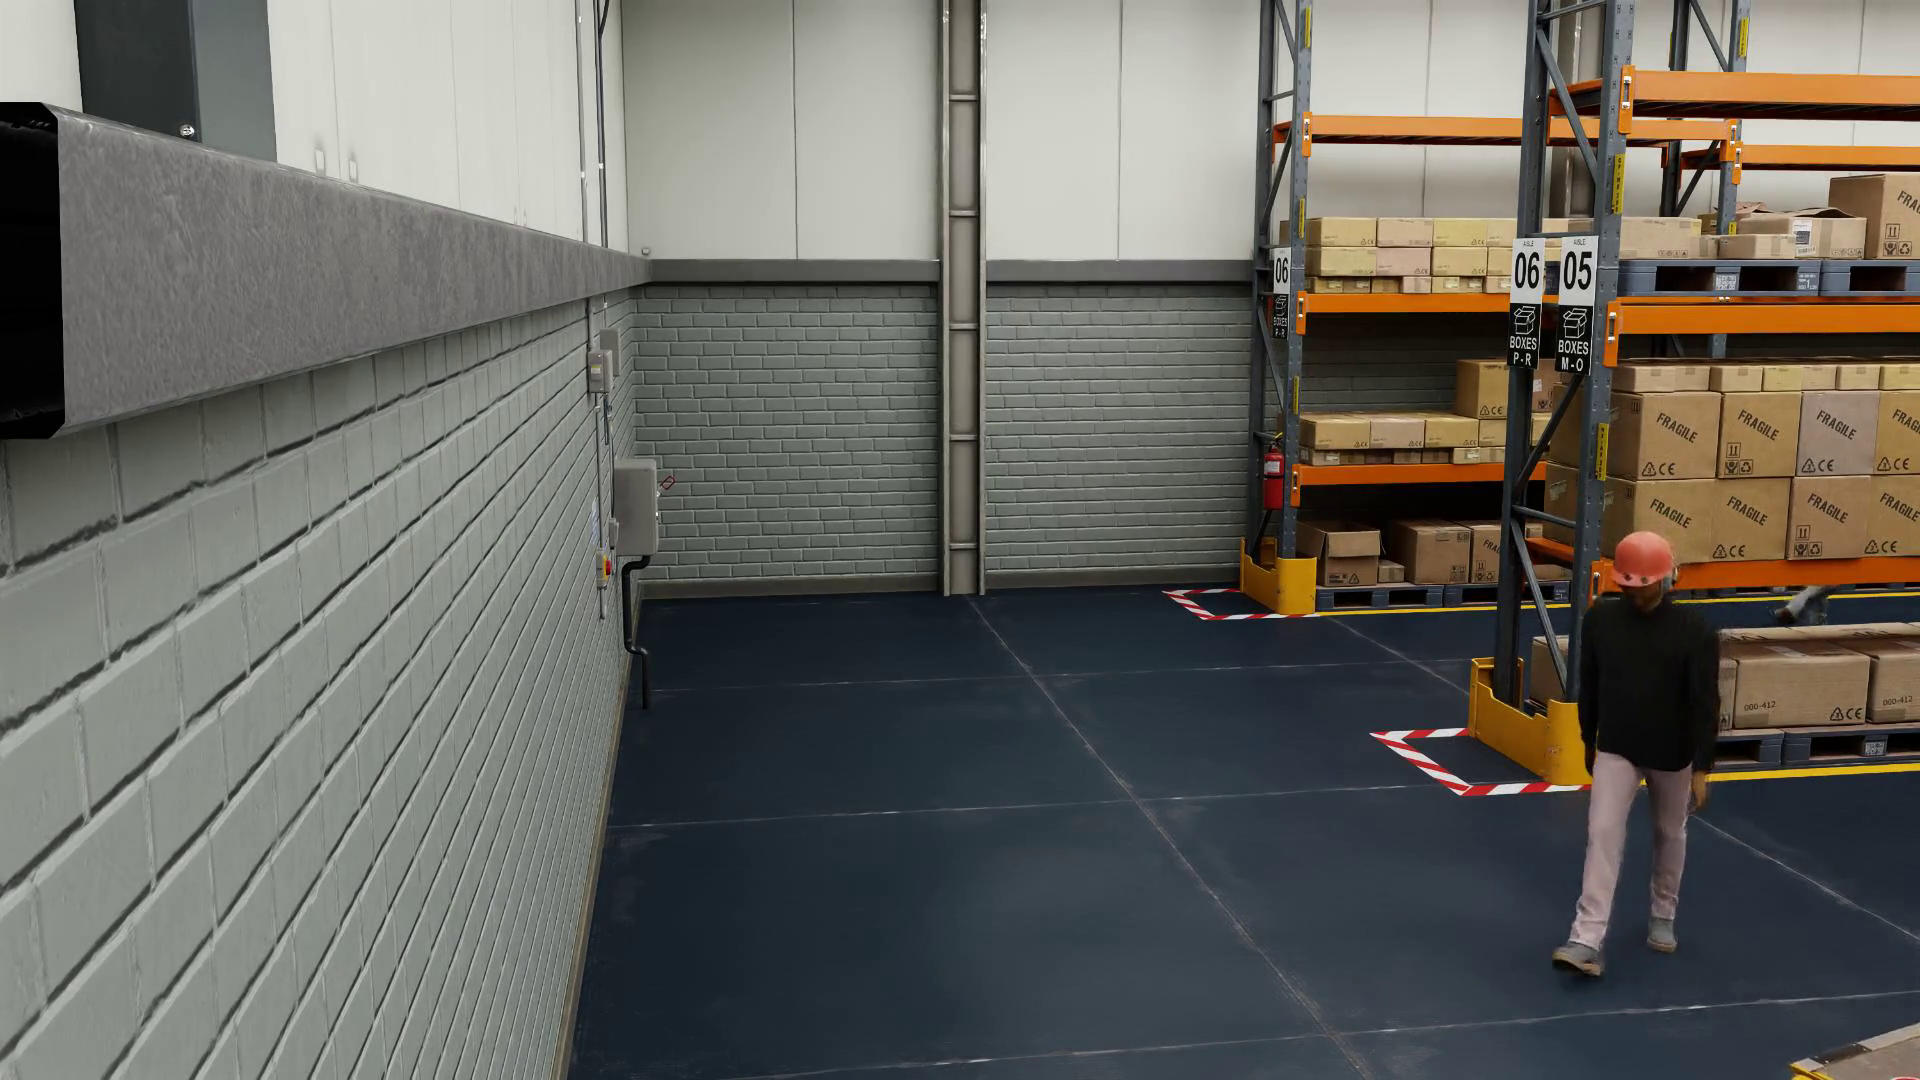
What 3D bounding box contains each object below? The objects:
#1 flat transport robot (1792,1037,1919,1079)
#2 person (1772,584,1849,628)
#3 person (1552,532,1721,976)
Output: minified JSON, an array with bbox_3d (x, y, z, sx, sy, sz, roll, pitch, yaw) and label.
[{"bbox_3d":[3.486,1.964,5.826,1.431,0.197,0.652,-5,10,-27],"label":"flat transport robot"},{"bbox_3d":[6.885,-0.078,13.325,0.609,1.925,0.648,-1,9,-5],"label":"person"},{"bbox_3d":[2.934,0.917,7.161,0.640,1.921,1.036,7,12,38],"label":"person"}]
